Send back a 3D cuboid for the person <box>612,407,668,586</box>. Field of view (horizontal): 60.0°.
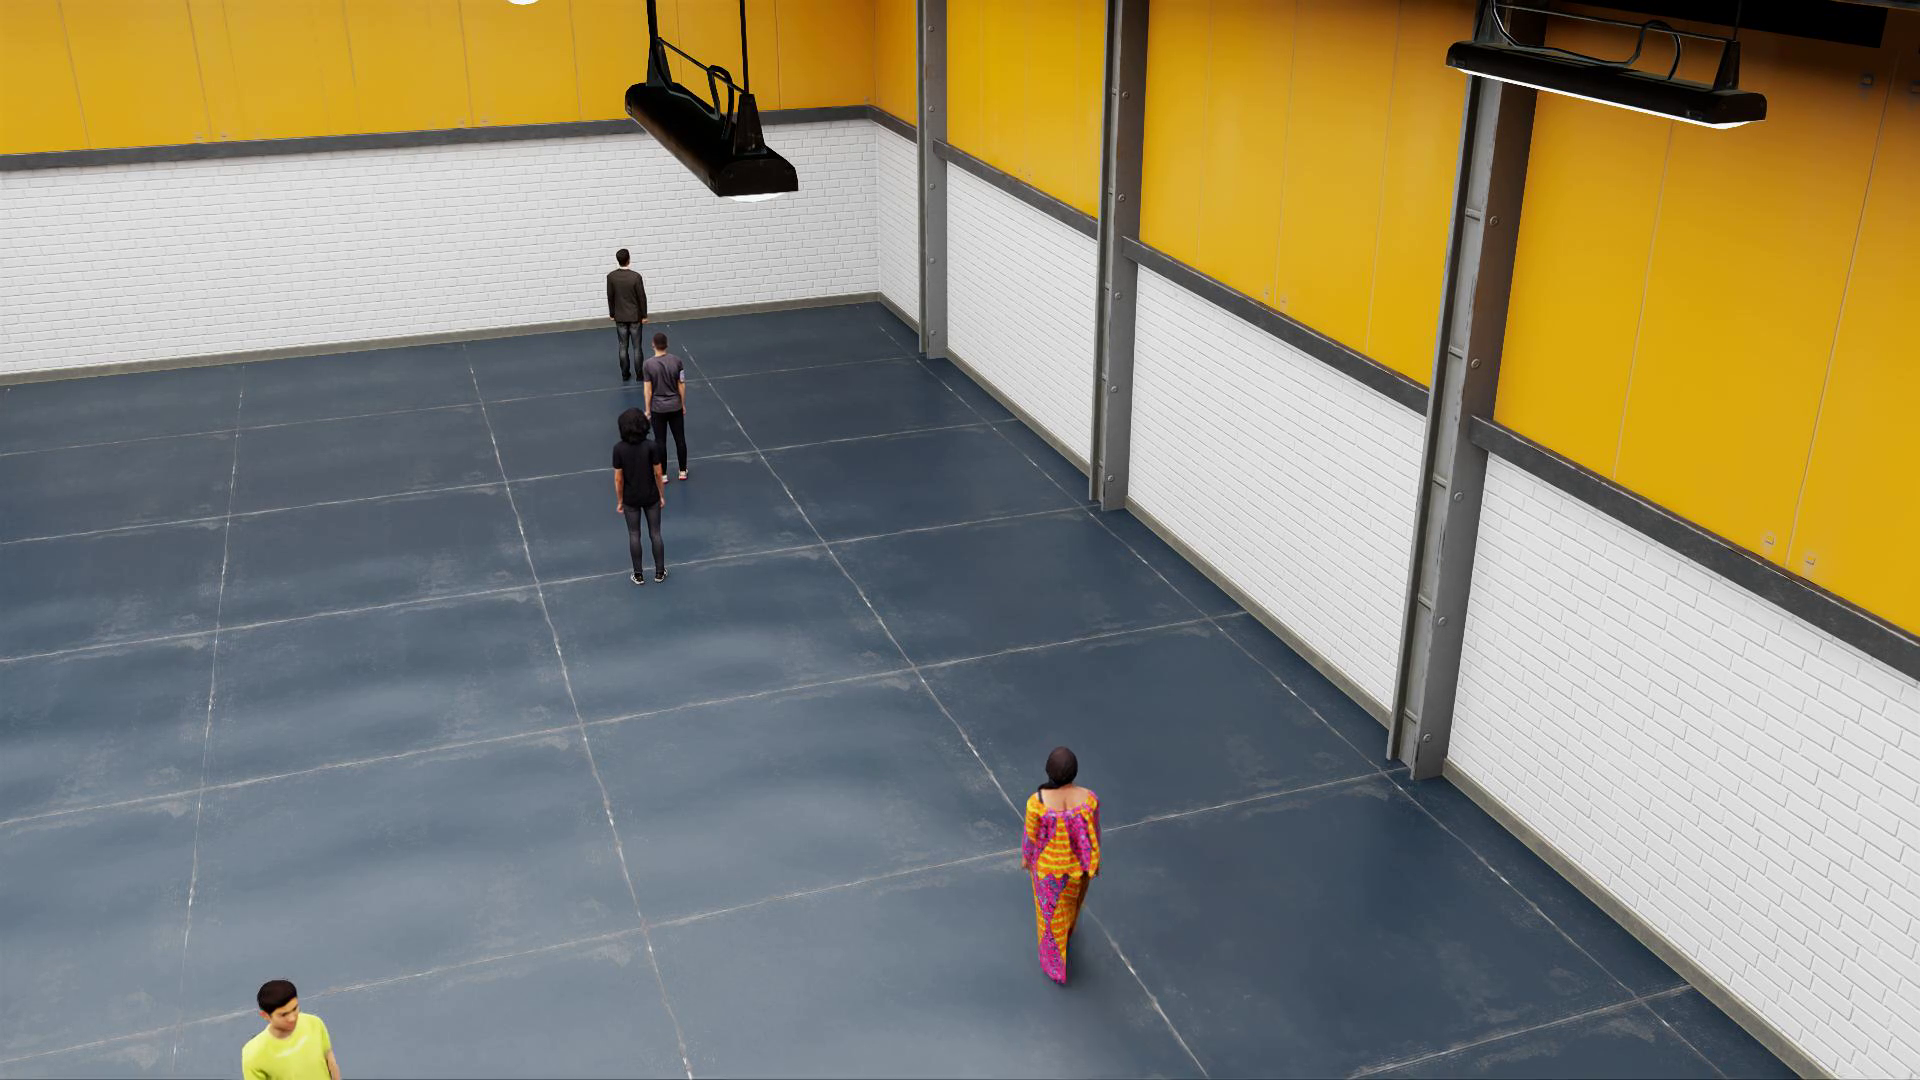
[{"bbox_3d":[-3.174,-0.440,16.511,0.667,1.836,0.586,-4,24,-9],"label":"person"}]

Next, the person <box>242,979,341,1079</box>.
[{"bbox_3d":[-3.537,3.005,8.818,1.085,1.687,0.947,17,29,34],"label":"person"}]

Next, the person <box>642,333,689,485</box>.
[{"bbox_3d":[-3.373,-1.519,19.069,0.640,1.764,0.550,-9,25,-20],"label":"person"}]

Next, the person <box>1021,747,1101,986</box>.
[{"bbox_3d":[0.668,2.118,10.858,0.766,1.677,1.025,-4,24,-9],"label":"person"}]

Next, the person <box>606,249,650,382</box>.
[{"bbox_3d":[-4.501,-3.057,22.539,0.757,1.804,0.711,3,24,6],"label":"person"}]
